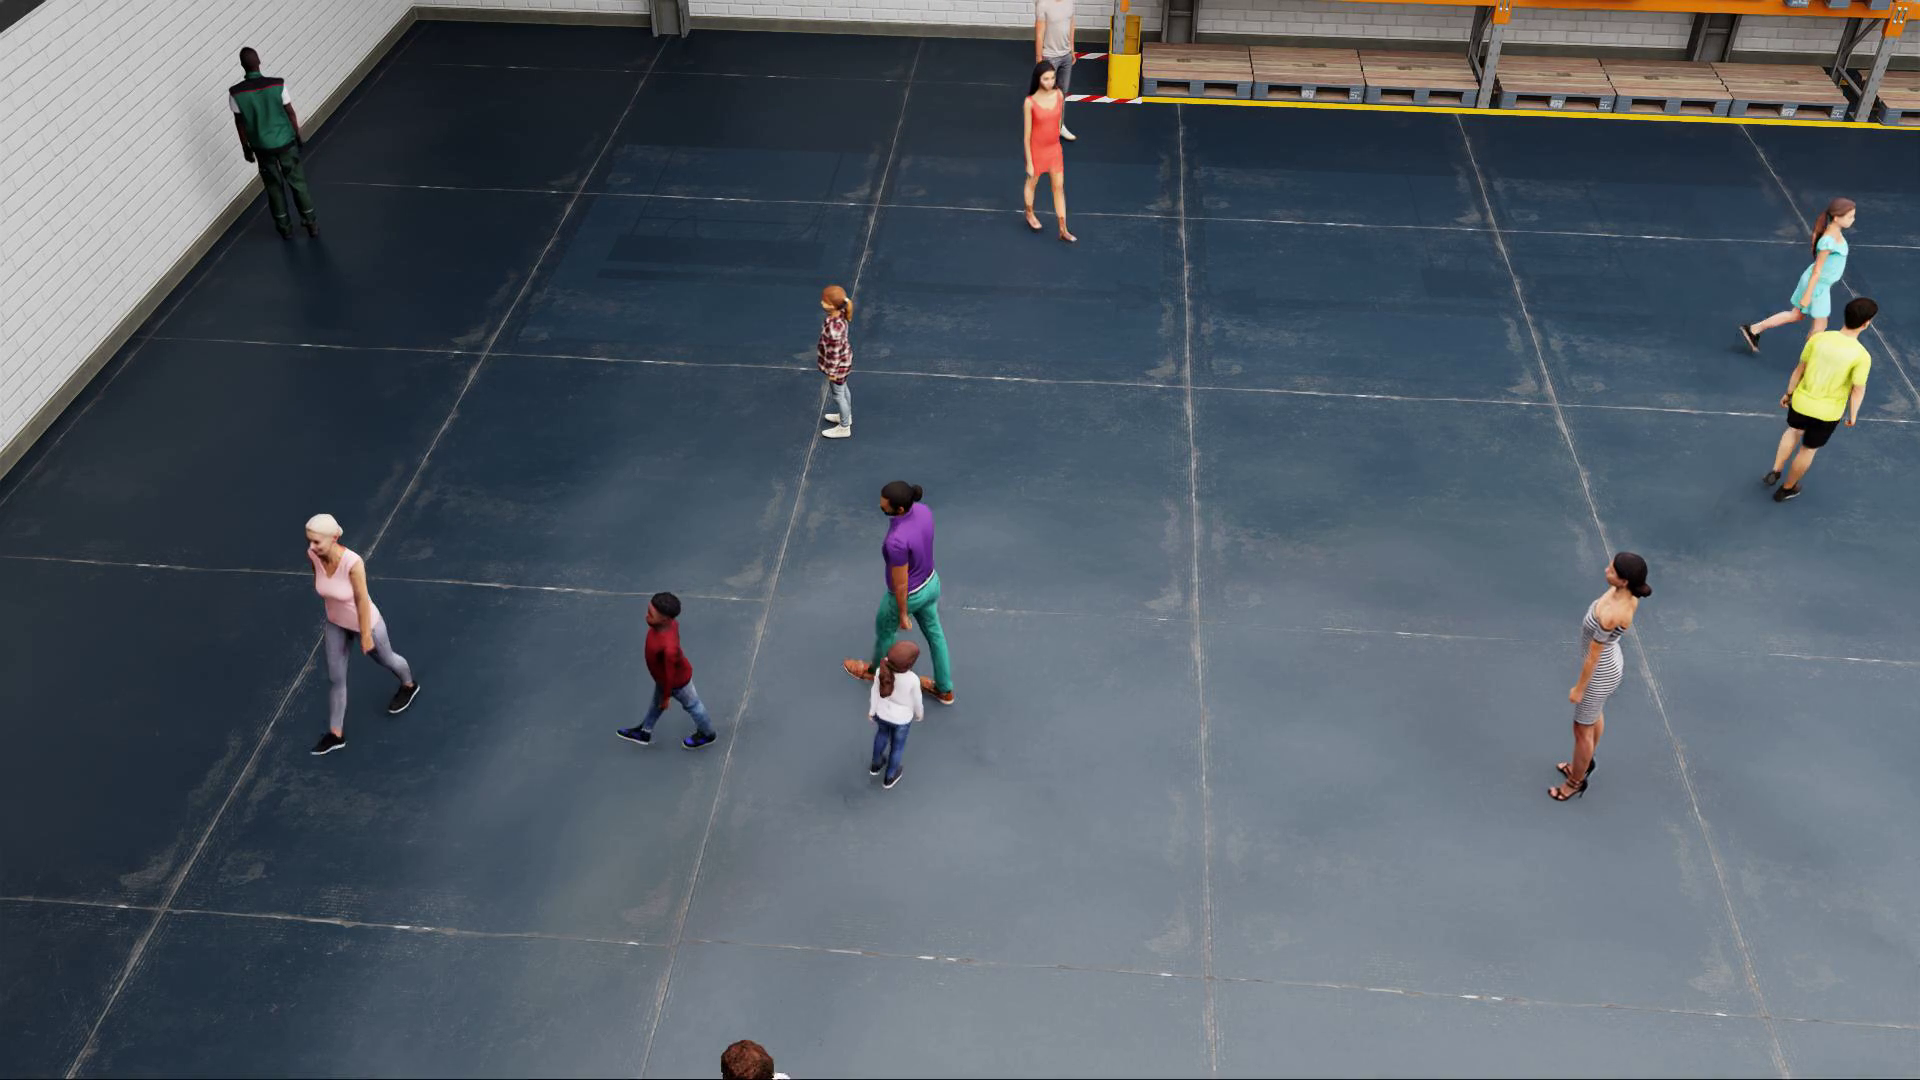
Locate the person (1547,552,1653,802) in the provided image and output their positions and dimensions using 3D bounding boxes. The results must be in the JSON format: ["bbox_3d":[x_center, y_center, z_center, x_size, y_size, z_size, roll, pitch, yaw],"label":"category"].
[{"bbox_3d":[3.765,0.806,9.786,0.660,1.816,0.662,19,42,23],"label":"person"}]

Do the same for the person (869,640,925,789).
[{"bbox_3d":[-0.421,1.058,10.053,0.493,1.089,0.585,7,39,8],"label":"person"}]

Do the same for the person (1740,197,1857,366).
[{"bbox_3d":[6.950,-2.103,13.652,1.079,1.537,0.822,19,42,22],"label":"person"}]

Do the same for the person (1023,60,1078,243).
[{"bbox_3d":[0.716,-3.643,15.462,1.036,1.684,1.016,-19,43,-23],"label":"person"}]

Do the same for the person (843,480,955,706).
[{"bbox_3d":[-0.221,0.369,10.402,1.121,1.731,0.945,21,43,25],"label":"person"}]

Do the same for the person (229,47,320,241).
[{"bbox_3d":[-6.335,-3.647,15.344,0.723,1.838,0.845,-14,41,-17],"label":"person"}]

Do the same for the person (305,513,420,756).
[{"bbox_3d":[-3.696,0.470,10.312,1.081,1.684,0.818,13,40,16],"label":"person"}]

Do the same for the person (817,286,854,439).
[{"bbox_3d":[-0.954,-1.398,12.954,0.498,1.305,0.527,2,39,3],"label":"person"}]

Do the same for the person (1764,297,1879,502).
[{"bbox_3d":[6.219,-0.981,12.117,0.827,1.699,0.770,-27,46,-30],"label":"person"}]

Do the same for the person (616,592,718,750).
[{"bbox_3d":[-1.702,0.822,10.237,0.902,1.228,0.701,-11,40,-13],"label":"person"}]

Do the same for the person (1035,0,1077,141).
[{"bbox_3d":[0.960,-4.960,16.948,0.746,1.887,0.803,-29,47,-31],"label":"person"}]
